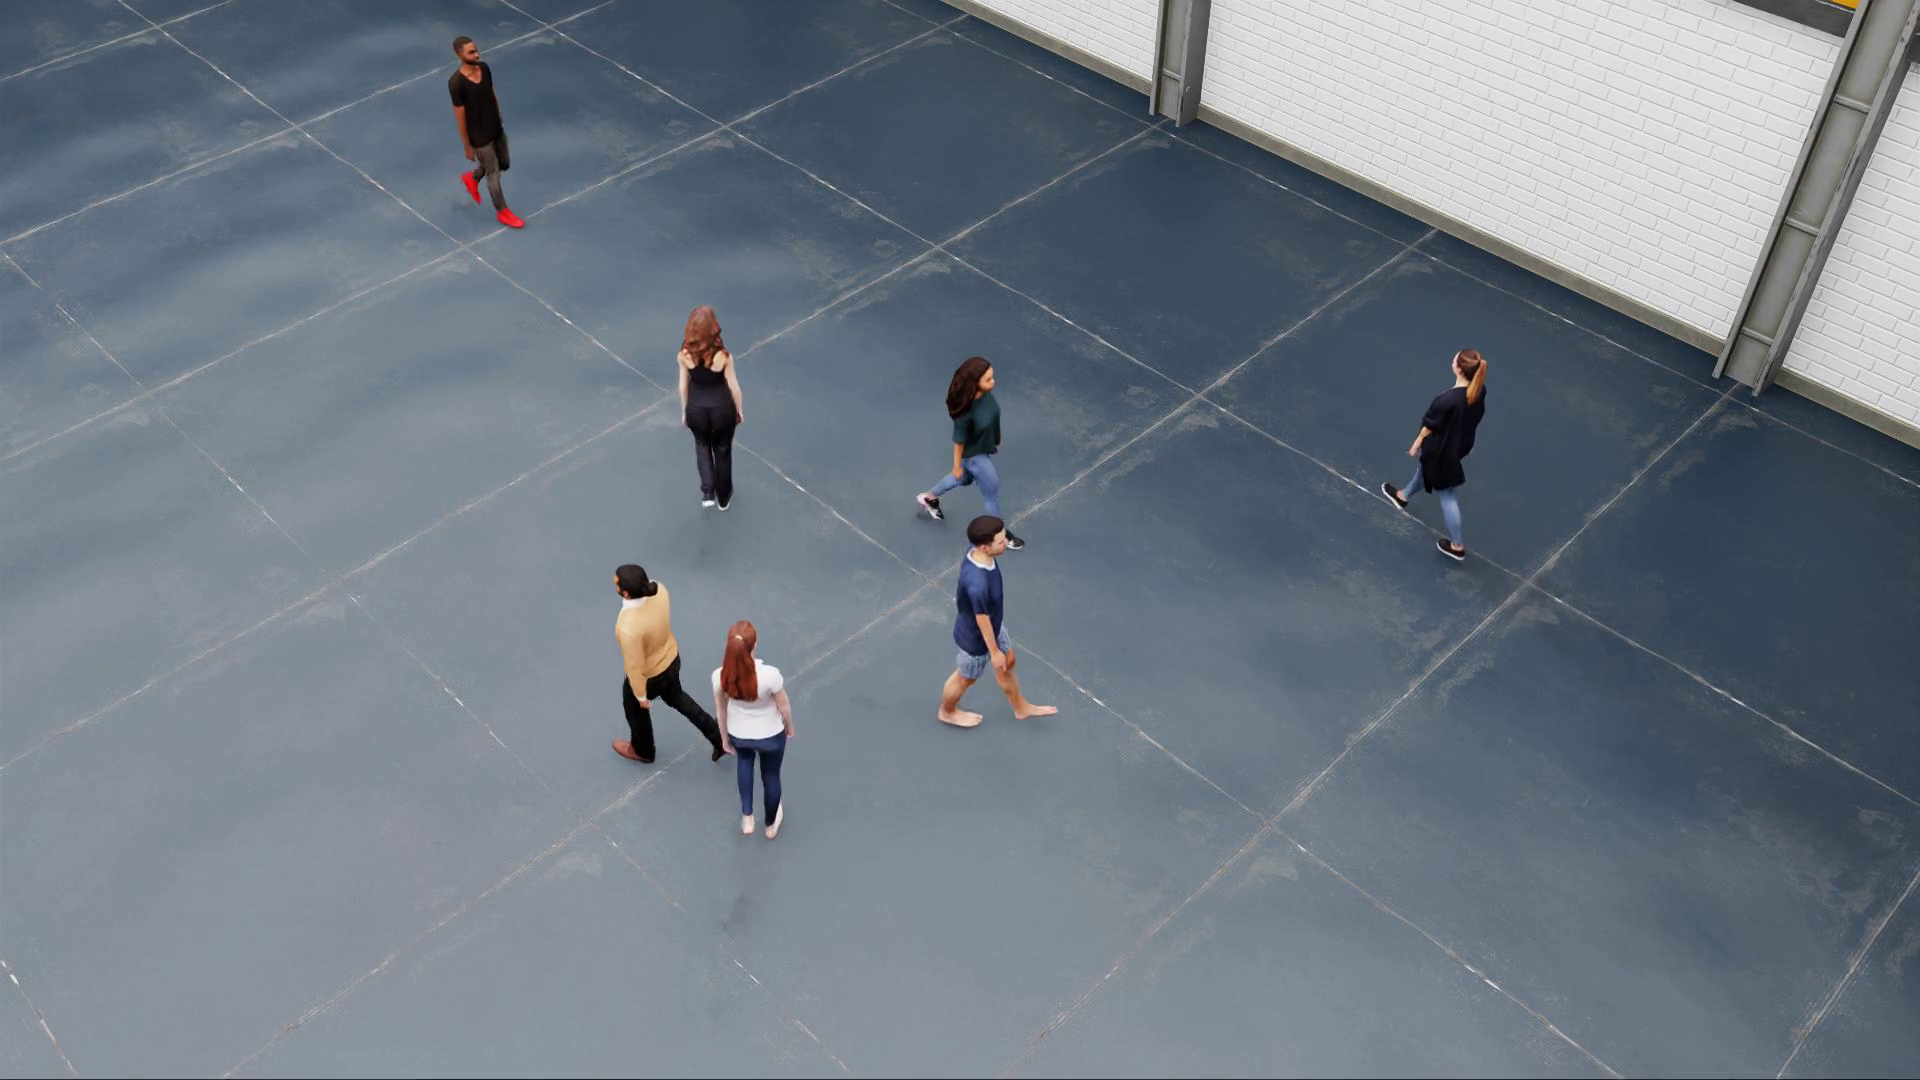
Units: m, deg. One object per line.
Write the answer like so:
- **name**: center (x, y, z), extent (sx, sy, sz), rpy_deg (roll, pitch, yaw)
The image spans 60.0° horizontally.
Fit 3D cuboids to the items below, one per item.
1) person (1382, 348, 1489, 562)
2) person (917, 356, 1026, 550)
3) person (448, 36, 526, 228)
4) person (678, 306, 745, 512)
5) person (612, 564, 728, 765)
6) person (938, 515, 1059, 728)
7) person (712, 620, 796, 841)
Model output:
- **person**: center (3.433, -0.562, 11.550), extent (0.780, 1.636, 1.155), rpy_deg (-23, 48, -22)
- **person**: center (0.041, -0.639, 11.669), extent (1.162, 1.582, 0.829), rpy_deg (18, 46, 18)
- **person**: center (-4.264, -3.595, 14.623), extent (1.017, 1.788, 0.802), rpy_deg (21, 47, 20)
- **person**: center (-1.783, -0.856, 11.786), extent (0.806, 1.736, 0.864), rpy_deg (1, 44, 1)
- **person**: center (-1.795, 0.792, 10.058), extent (1.155, 1.734, 0.920), rpy_deg (15, 46, 15)
- **person**: center (0.038, 0.542, 10.259), extent (1.105, 1.817, 0.966), rpy_deg (7, 44, 8)
- **person**: center (-1.201, 1.194, 9.642), extent (0.707, 1.725, 0.769), rpy_deg (4, 44, 5)
